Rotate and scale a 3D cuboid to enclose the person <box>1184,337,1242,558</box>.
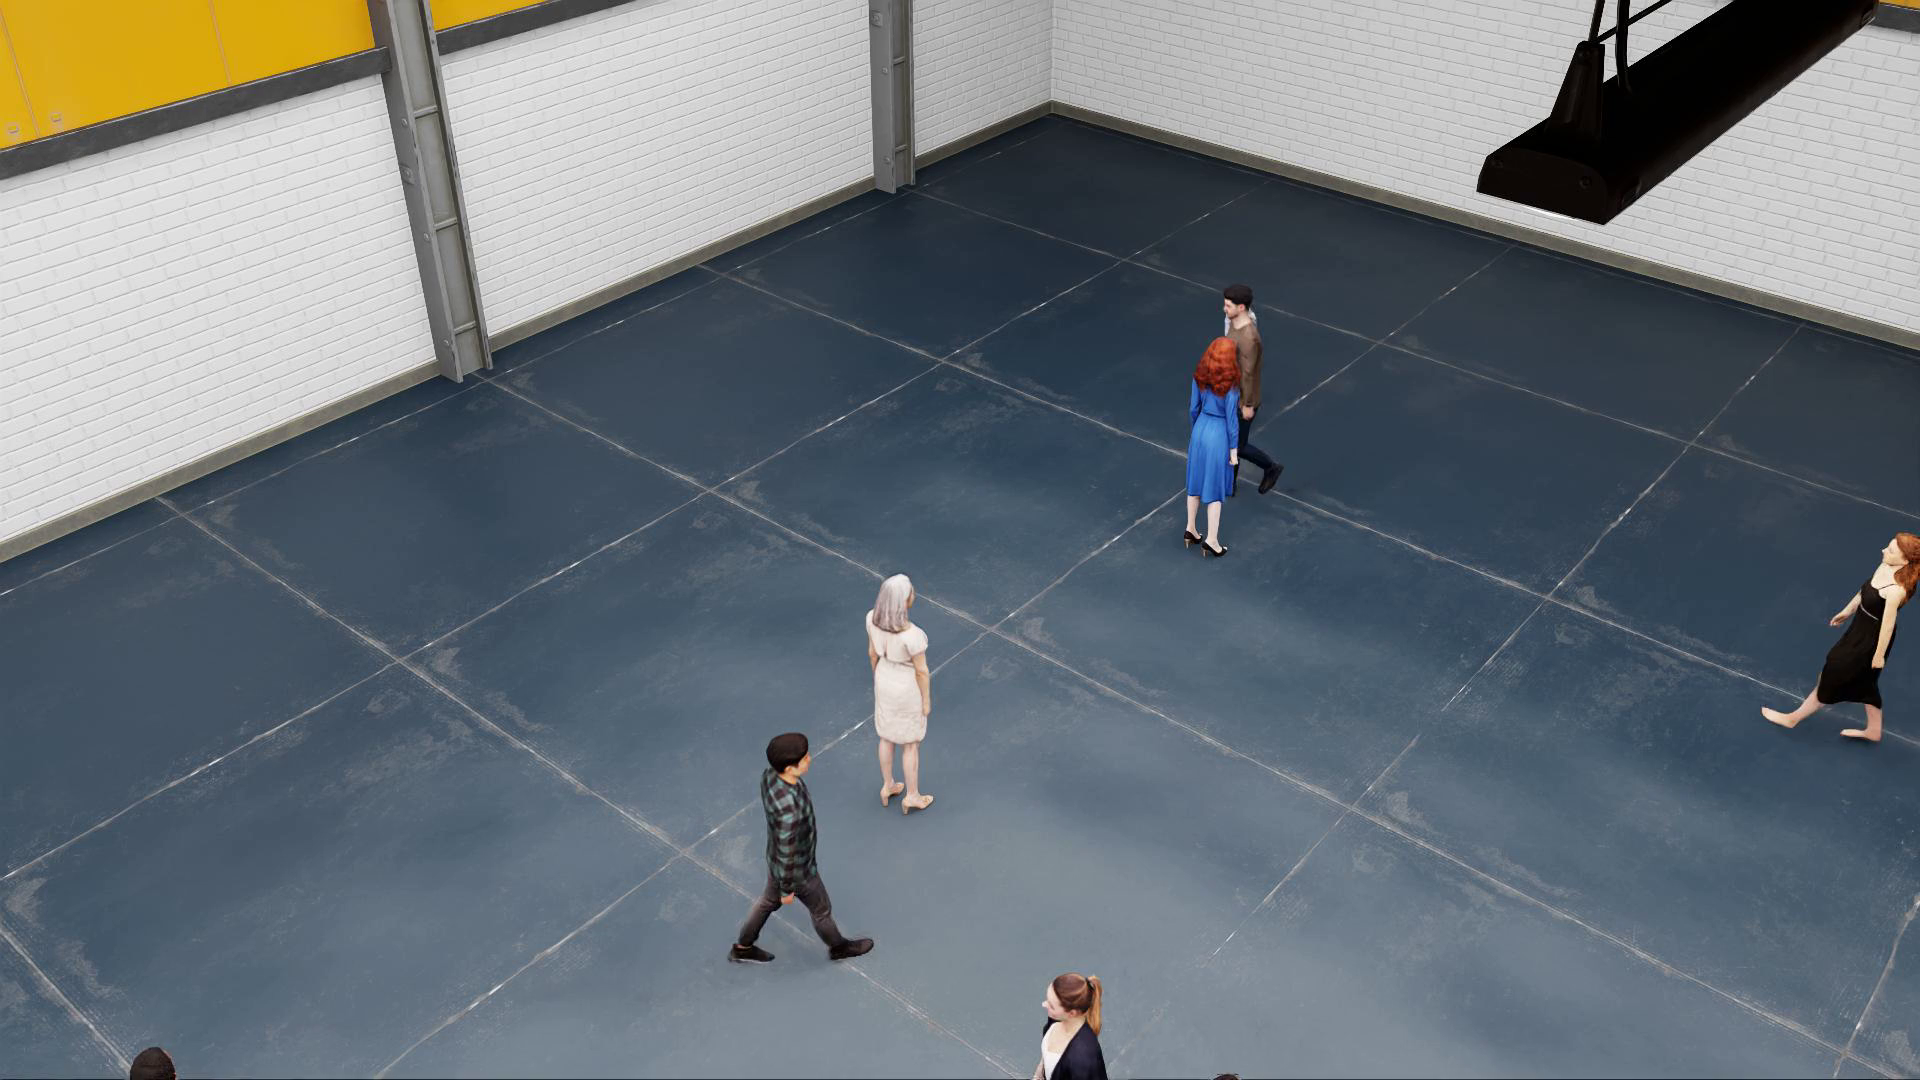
[{"bbox_3d":[1.894,-0.693,12.547,0.630,1.828,0.656,-24,40,-31],"label":"person"}]

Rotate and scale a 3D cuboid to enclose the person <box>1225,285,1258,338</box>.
[{"bbox_3d":[2.495,-1.658,14.540,0.877,1.229,0.629,-21,39,-28],"label":"person"}]

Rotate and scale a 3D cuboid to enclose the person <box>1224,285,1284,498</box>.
[{"bbox_3d":[2.302,-1.160,13.215,1.029,1.866,0.968,-4,34,-6],"label":"person"}]

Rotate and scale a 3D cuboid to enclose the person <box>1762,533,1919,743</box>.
[{"bbox_3d":[5.957,0.670,10.709,0.797,1.593,0.974,15,36,21],"label":"person"}]

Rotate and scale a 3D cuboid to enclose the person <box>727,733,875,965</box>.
[{"bbox_3d":[-1.012,1.744,9.134,1.184,1.684,1.055,-9,35,-13],"label":"person"}]

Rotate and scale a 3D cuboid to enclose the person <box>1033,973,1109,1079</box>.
[{"bbox_3d":[0.630,2.630,7.731,1.167,1.625,1.152,-1,34,-2],"label":"person"}]

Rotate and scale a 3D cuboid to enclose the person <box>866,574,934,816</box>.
[{"bbox_3d":[-0.366,0.950,10.158,0.600,1.736,0.550,23,40,30],"label":"person"}]
